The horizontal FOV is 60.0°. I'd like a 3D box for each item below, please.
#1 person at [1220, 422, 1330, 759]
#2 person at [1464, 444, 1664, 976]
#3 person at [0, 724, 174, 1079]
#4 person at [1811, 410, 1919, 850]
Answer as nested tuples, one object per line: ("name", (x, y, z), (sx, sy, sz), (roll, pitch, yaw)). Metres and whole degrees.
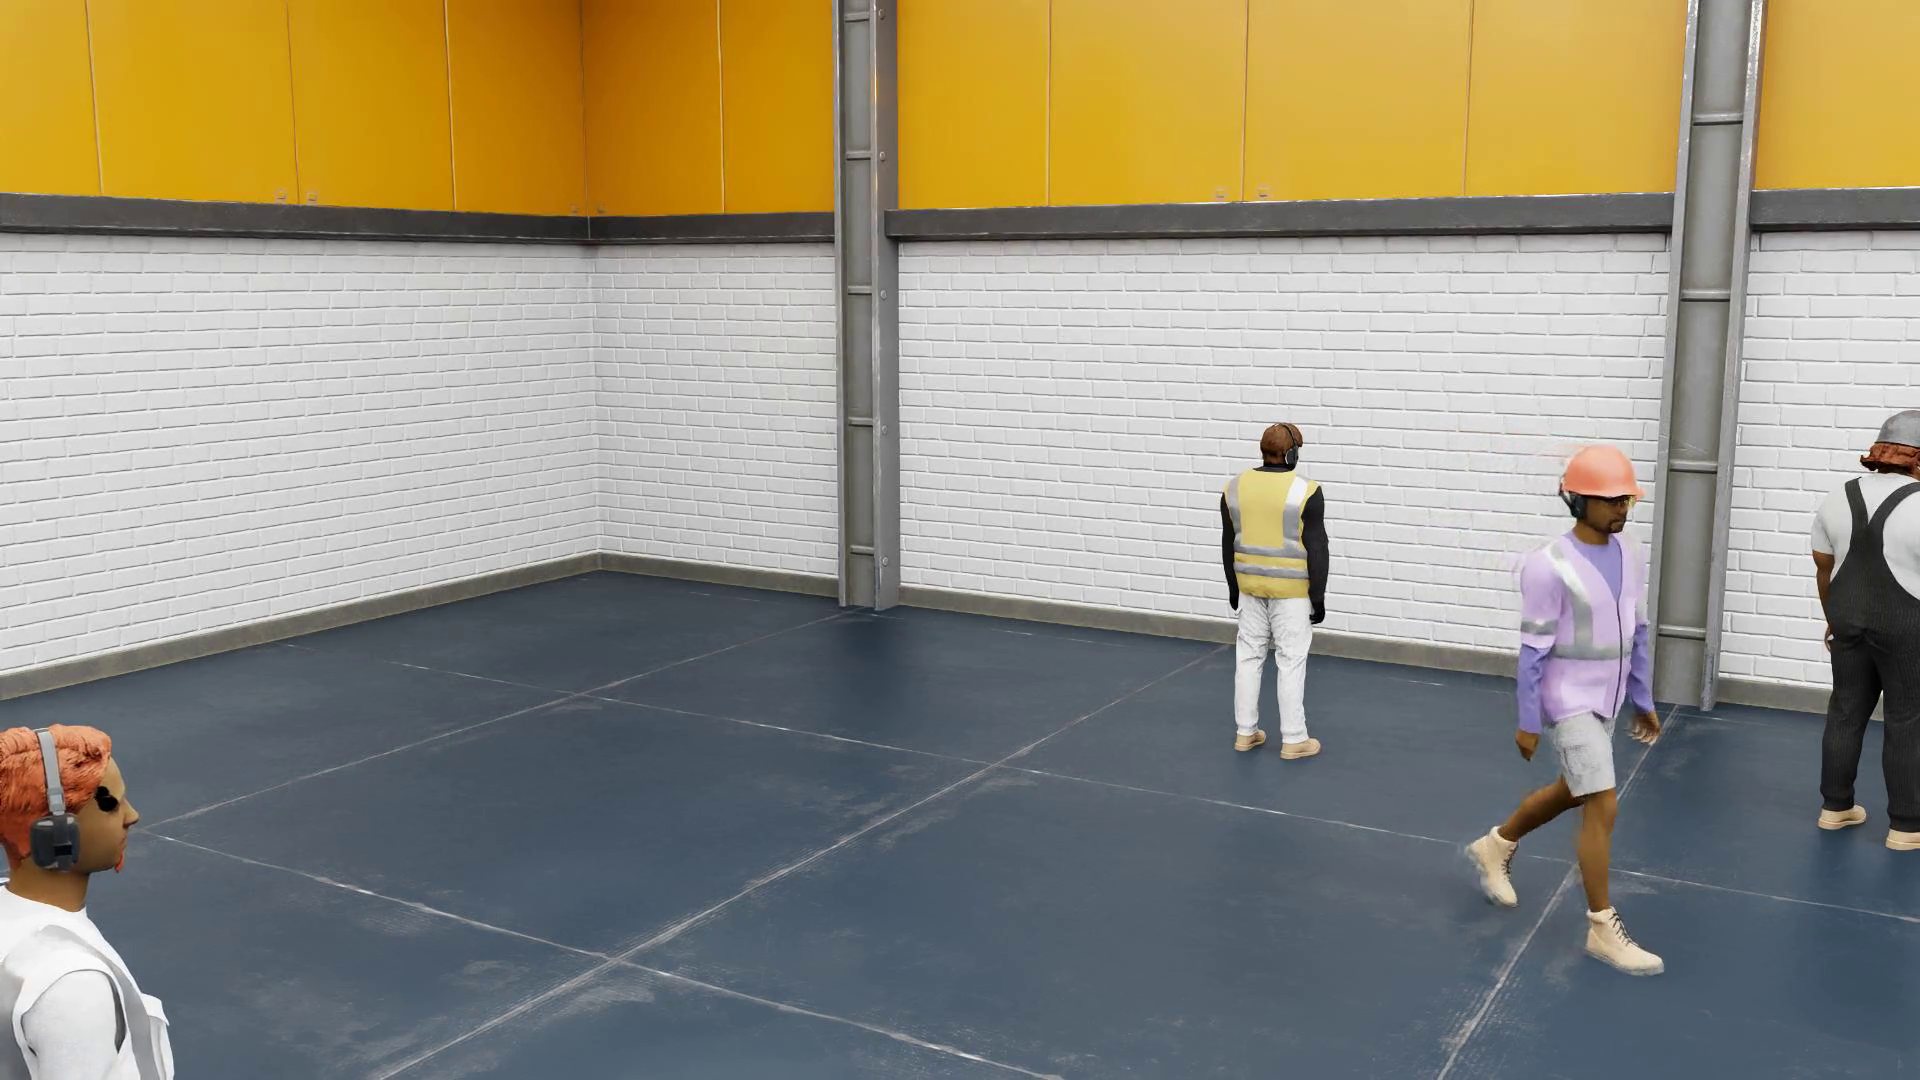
("person", (1.740, 0.275, 9.125), (0.629, 1.843, 0.429), (7, 12, 38))
("person", (2.392, 0.603, 6.566), (0.611, 2.011, 0.966), (-6, 11, -34))
("person", (-1.548, 1.245, 2.943), (0.583, 1.882, 0.350), (9, 13, 44))
("person", (4.356, 0.396, 7.748), (0.535, 2.000, 0.674), (-5, 10, -27))
